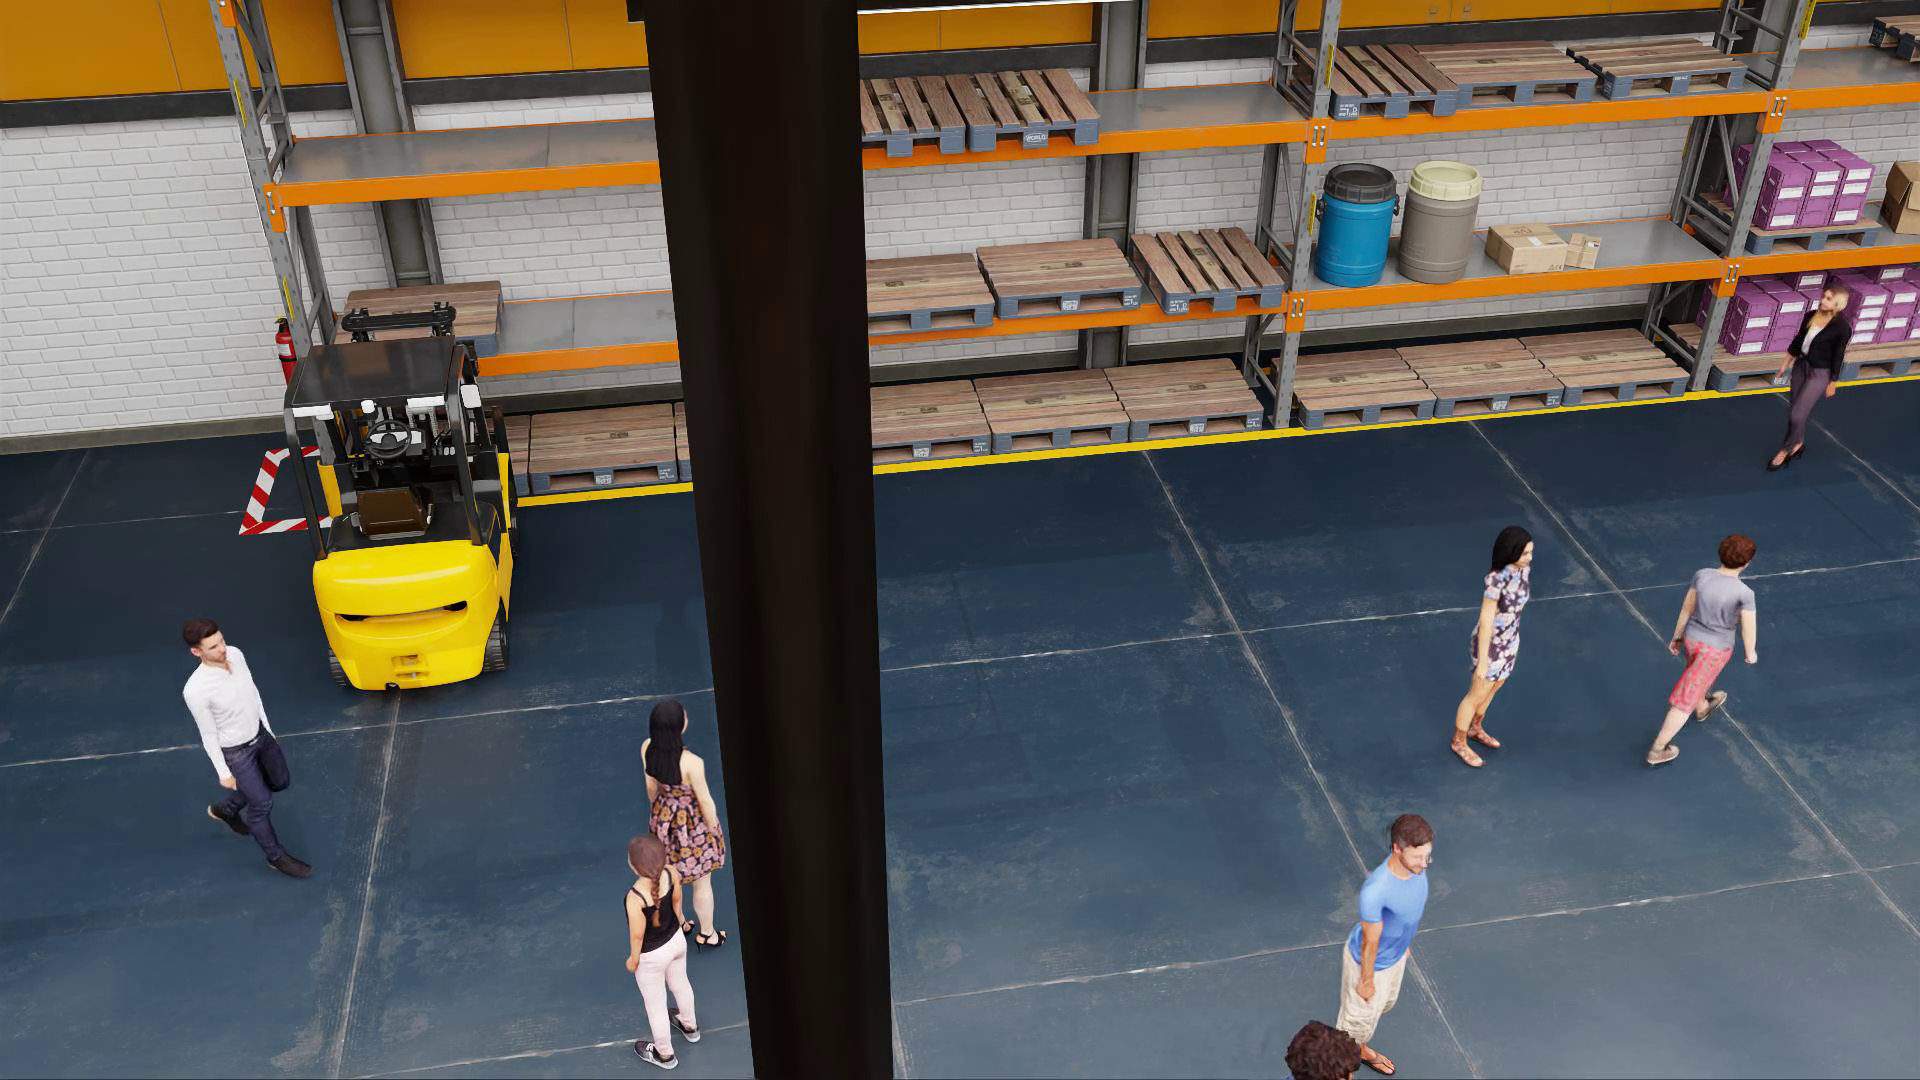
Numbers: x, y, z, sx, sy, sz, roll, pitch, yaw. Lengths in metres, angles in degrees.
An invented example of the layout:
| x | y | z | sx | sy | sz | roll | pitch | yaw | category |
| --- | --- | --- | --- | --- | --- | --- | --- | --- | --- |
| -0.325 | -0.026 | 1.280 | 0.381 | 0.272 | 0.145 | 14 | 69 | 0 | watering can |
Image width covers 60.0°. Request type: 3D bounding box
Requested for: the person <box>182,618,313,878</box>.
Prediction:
| x | y | z | sx | sy | sz | roll | pitch | yaw | category |
| --- | --- | --- | --- | --- | --- | --- | --- | --- | --- |
| -4.291 | 1.191 | 9.762 | 1.046 | 1.844 | 0.868 | 9 | 35 | 13 | person |

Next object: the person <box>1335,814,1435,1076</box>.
| x | y | z | sx | sy | sz | roll | pitch | yaw | category |
| --- | --- | --- | --- | --- | --- | --- | --- | --- | --- |
| 2.113 | 2.087 | 8.397 | 0.793 | 1.863 | 0.708 | 25 | 41 | 33 | person |

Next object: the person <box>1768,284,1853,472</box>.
| x | y | z | sx | sy | sz | roll | pitch | yaw | category |
| --- | --- | --- | --- | --- | --- | --- | --- | --- | --- |
| 7.100 | -1.351 | 13.754 | 0.722 | 1.658 | 0.664 | -11 | 35 | -16 | person |

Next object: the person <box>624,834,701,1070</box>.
| x | y | z | sx | sy | sz | roll | pitch | yaw | category |
| --- | --- | --- | --- | --- | --- | --- | --- | --- | --- |
| -1.561 | 2.111 | 8.630 | 0.673 | 1.564 | 0.613 | 21 | 39 | 29 | person |

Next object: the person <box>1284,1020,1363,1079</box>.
| x | y | z | sx | sy | sz | roll | pitch | yaw | category |
| --- | --- | --- | --- | --- | --- | --- | --- | --- | --- |
| 1.426 | 2.806 | 7.375 | 0.763 | 1.797 | 0.782 | 7 | 34 | 10 | person |

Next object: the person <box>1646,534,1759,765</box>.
| x | y | z | sx | sy | sz | roll | pitch | yaw | category |
| --- | --- | --- | --- | --- | --- | --- | --- | --- | --- |
| 4.718 | 0.742 | 10.651 | 1.202 | 1.607 | 0.895 | -19 | 38 | -26 | person |

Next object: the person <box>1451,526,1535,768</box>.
| x | y | z | sx | sy | sz | roll | pitch | yaw | category |
| --- | --- | --- | --- | --- | --- | --- | --- | --- | --- |
| 3.422 | 0.662 | 10.657 | 0.653 | 1.734 | 0.765 | -27 | 42 | -34 | person |

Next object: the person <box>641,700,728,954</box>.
| x | y | z | sx | sy | sz | roll | pitch | yaw | category |
| --- | --- | --- | --- | --- | --- | --- | --- | --- | --- |
| -1.531 | 1.593 | 9.219 | 0.789 | 1.774 | 0.862 | 15 | 37 | 22 | person |
